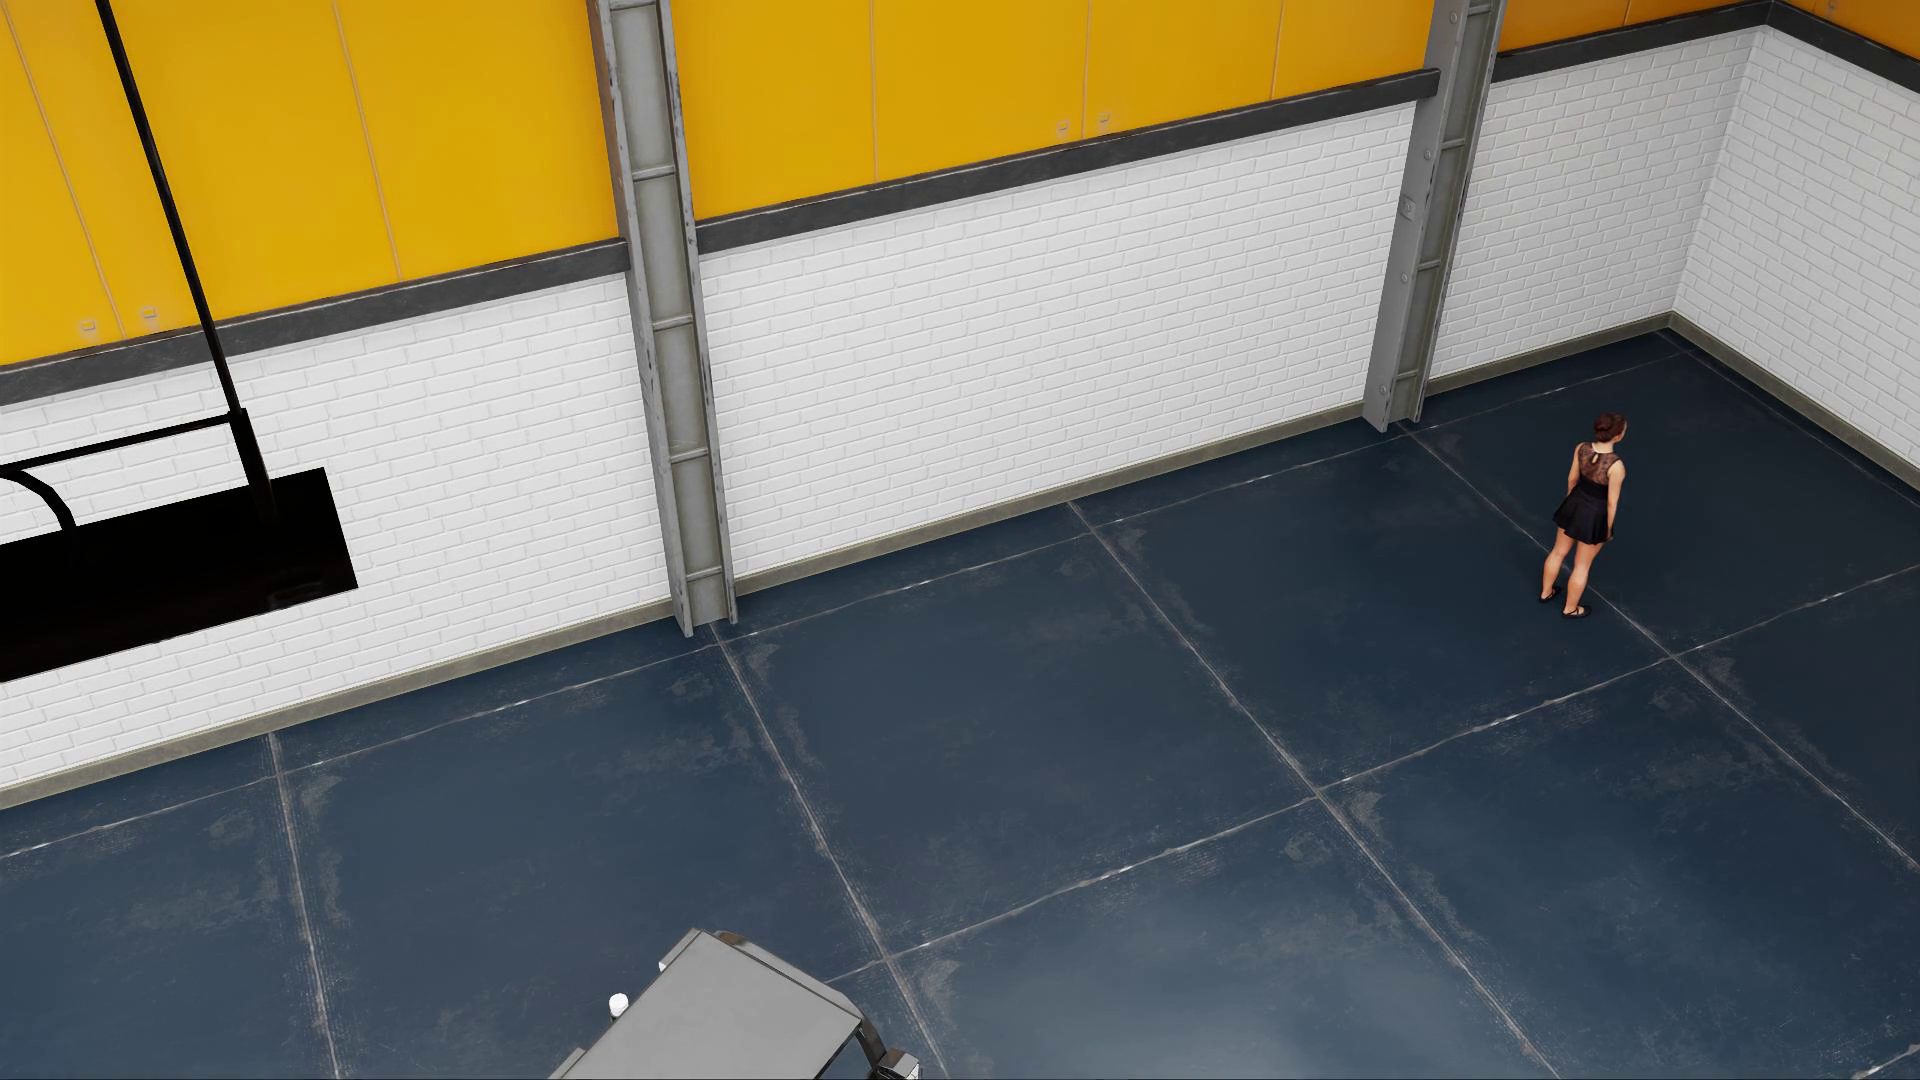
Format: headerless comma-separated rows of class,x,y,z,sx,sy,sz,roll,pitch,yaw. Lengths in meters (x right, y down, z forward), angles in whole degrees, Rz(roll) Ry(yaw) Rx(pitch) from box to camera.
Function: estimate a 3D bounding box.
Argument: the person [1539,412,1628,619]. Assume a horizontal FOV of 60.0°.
person,4.345,-0.184,11.552,0.580,1.672,0.590,-20,43,-23
